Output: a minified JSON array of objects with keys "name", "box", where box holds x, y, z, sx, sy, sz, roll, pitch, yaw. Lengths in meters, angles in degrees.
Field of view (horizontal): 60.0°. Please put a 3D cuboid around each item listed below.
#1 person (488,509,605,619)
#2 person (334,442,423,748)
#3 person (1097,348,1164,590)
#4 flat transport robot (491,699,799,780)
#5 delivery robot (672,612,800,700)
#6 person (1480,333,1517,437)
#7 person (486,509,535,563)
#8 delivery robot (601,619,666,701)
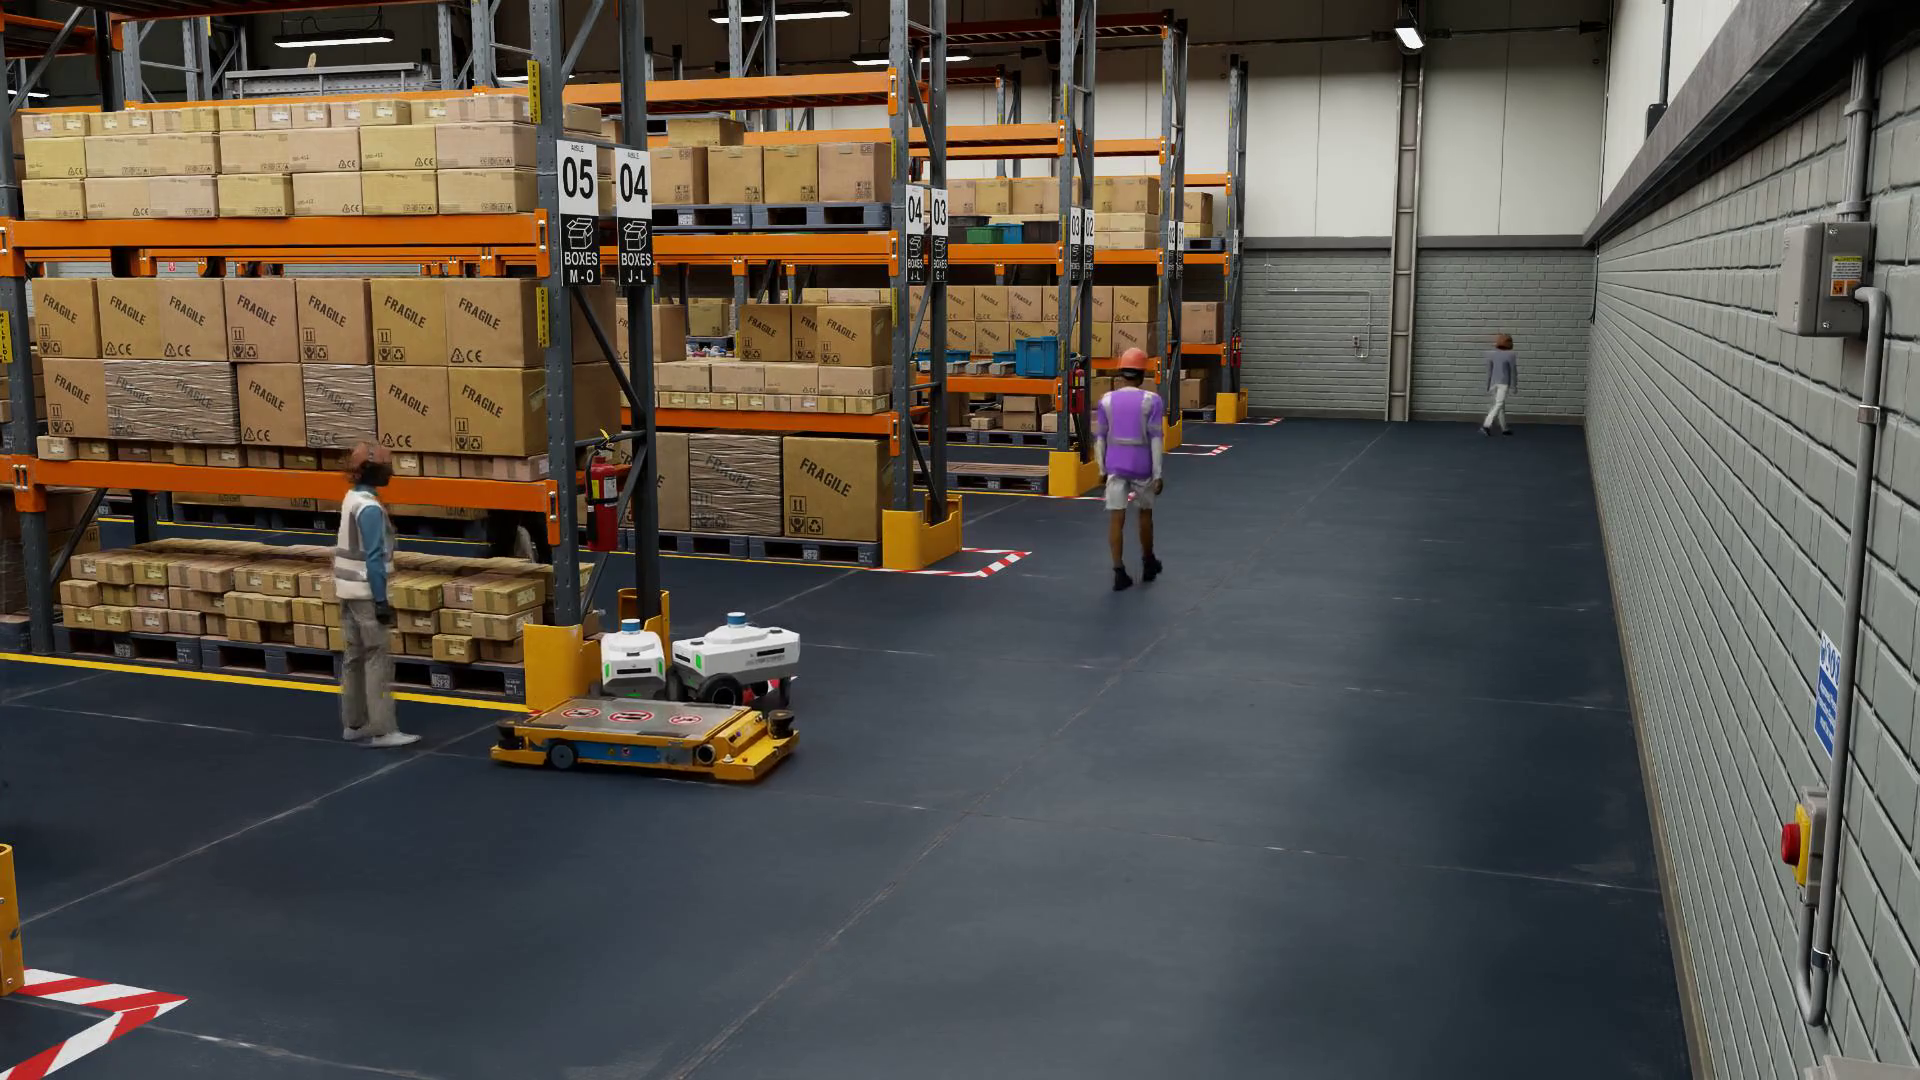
[{"name":"person","box":[-2.983,-0.278,11.585,0.982,1.874,0.598,4,10,24]},{"name":"person","box":[-3.095,0.294,8.794,0.410,1.625,0.516,-5,11,-30]},{"name":"person","box":[1.406,-0.587,13.392,0.570,1.905,0.875,3,10,20]},{"name":"flat transport robot","box":[-1.611,1.003,8.565,1.431,0.197,0.652,2,9,14]},{"name":"delivery robot","box":[-1.274,0.659,9.537,0.707,0.478,0.477,-7,11,-36]},{"name":"person","box":[8.277,-2.376,25.528,0.815,1.602,0.512,-5,11,-31]},{"name":"person","box":[-3.256,-0.295,12.537,0.845,1.593,0.538,6,11,35]},{"name":"delivery robot","box":[-1.845,0.687,9.365,0.477,0.478,0.707,-2,9,-13]}]
